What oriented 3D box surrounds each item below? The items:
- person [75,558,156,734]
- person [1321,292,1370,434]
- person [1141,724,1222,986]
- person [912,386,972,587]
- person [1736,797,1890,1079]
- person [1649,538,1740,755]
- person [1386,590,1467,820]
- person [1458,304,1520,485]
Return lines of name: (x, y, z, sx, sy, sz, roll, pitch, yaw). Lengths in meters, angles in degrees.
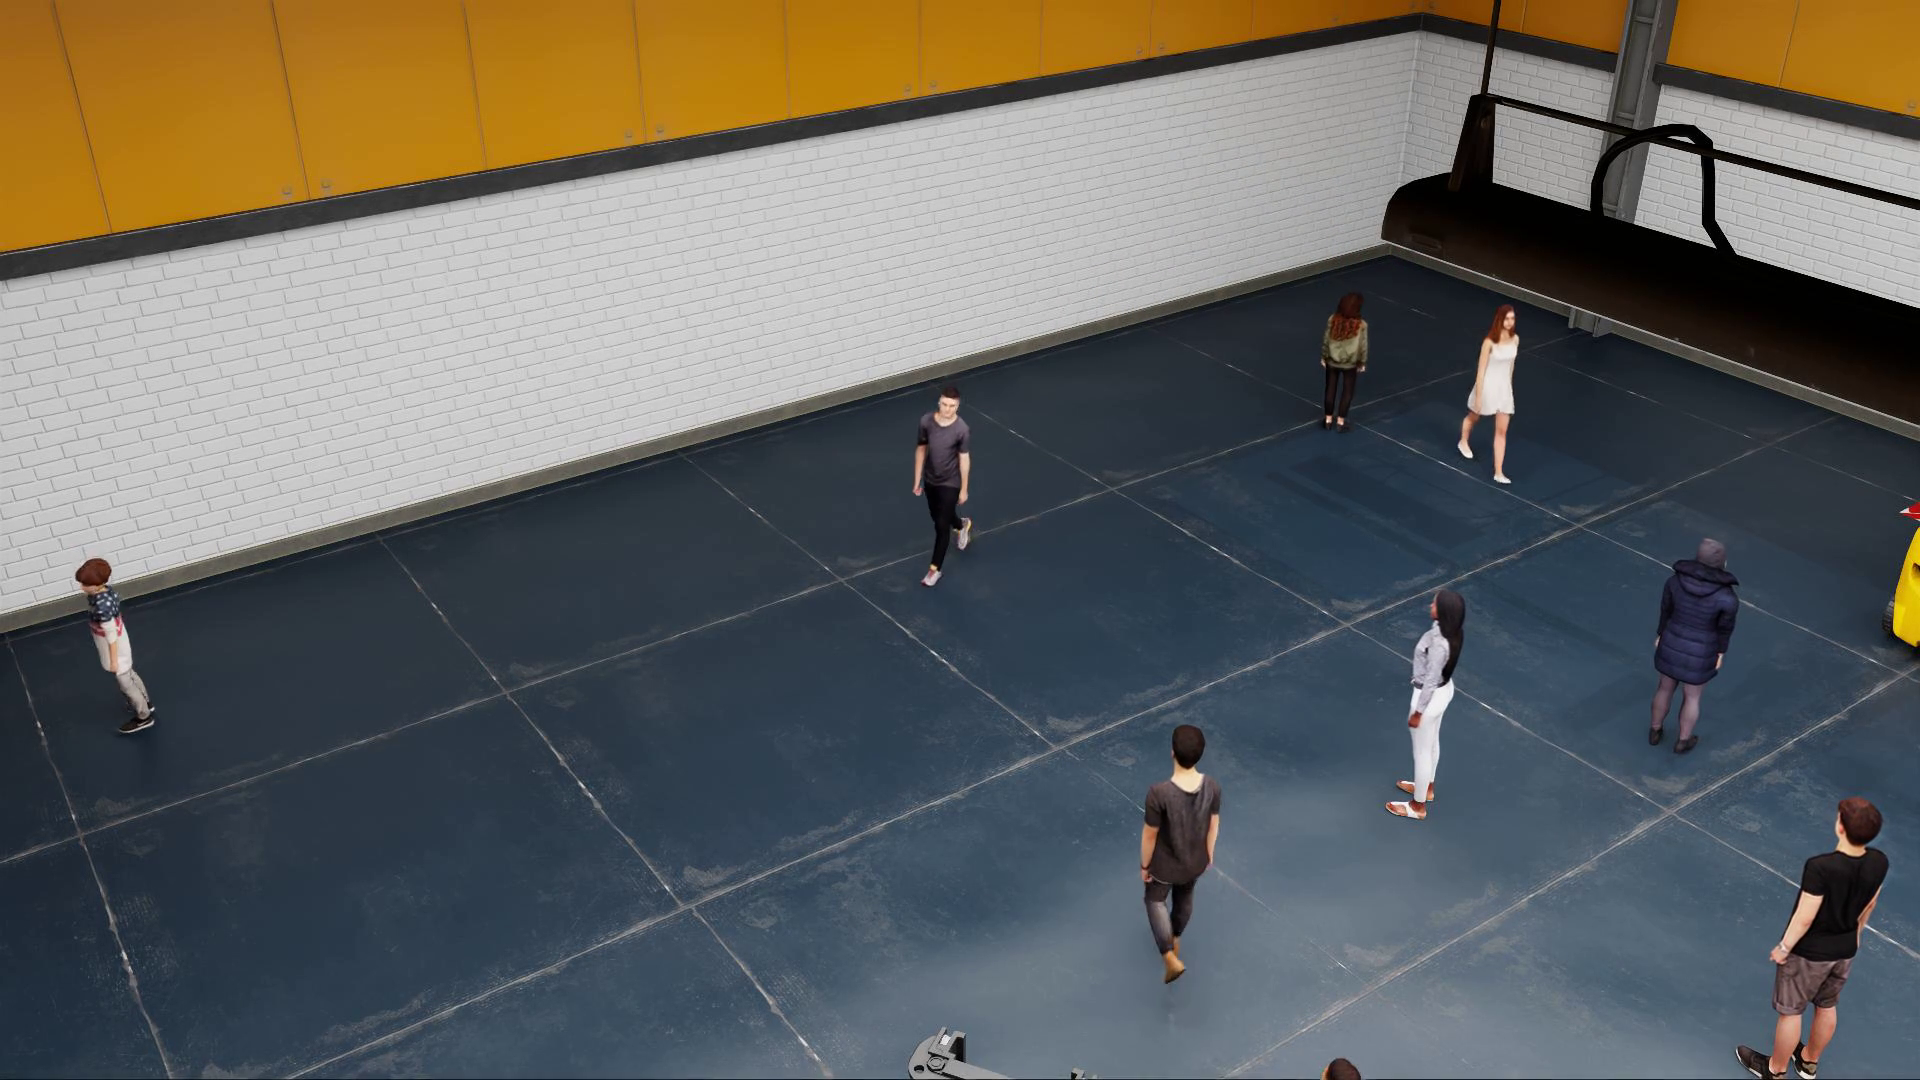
person: (-6.099, 0.739, 12.005, 0.756, 1.428, 0.491, -5, 29, -10)
person: (3.818, -1.779, 16.573, 0.645, 1.473, 0.752, 8, 30, 14)
person: (1.284, 1.853, 9.676, 0.834, 1.703, 0.988, -5, 29, -9)
person: (-0.105, -0.515, 13.984, 1.128, 1.734, 1.035, 15, 32, 26)
person: (4.622, 2.170, 8.929, 0.752, 1.861, 0.697, -7, 29, -13)
person: (5.144, 0.750, 11.730, 0.654, 1.672, 0.786, 23, 36, 36)
person: (3.138, 1.073, 11.083, 0.665, 1.725, 0.667, 15, 32, 25)
person: (4.990, -1.433, 15.746, 0.922, 1.658, 1.245, -5, 29, -9)
